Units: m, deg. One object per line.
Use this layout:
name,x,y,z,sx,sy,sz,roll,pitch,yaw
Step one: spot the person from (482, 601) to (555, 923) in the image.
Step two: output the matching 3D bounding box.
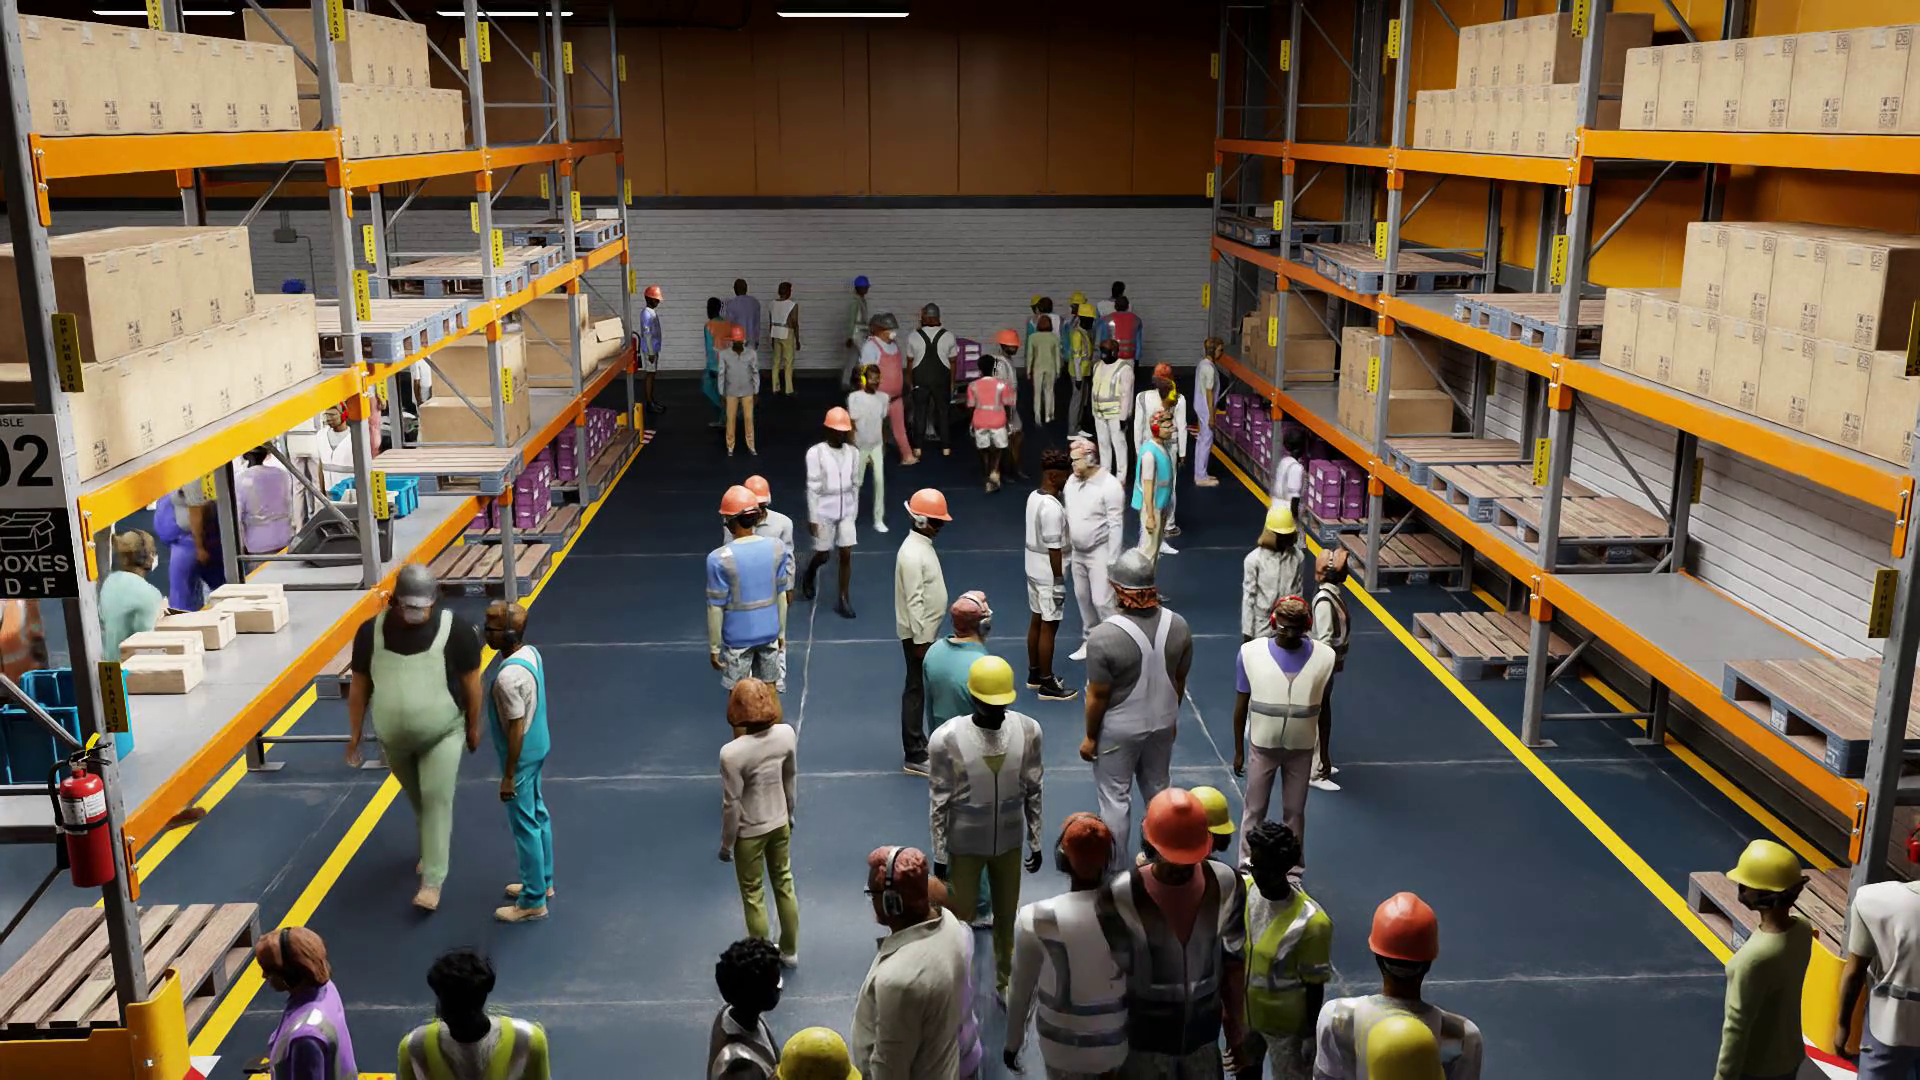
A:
person,-2.469,1.226,9.295,0.336,1.844,0.514,0,14,-1

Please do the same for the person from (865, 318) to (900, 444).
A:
person,-1.069,-2.119,22.568,0.525,1.785,0.957,7,16,26

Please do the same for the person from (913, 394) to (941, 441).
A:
person,-0.416,-2.278,22.998,0.399,1.875,0.593,2,14,8

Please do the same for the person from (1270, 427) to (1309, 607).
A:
person,3.038,-0.185,15.182,0.399,1.672,0.630,0,14,-2

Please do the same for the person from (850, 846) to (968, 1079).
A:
person,-0.197,2.017,6.102,0.401,1.894,0.656,4,15,15

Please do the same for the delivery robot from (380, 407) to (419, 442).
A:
delivery robot,-7.571,-1.562,22.627,0.707,0.478,0.477,10,17,34

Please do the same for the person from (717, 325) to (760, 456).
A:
person,-2.933,-1.979,22.081,0.568,1.743,0.348,-4,15,-14

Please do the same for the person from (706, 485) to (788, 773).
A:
person,-1.446,0.633,11.261,0.602,2.035,0.404,-10,17,-34

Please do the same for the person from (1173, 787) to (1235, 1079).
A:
person,0.979,1.856,7.031,0.319,1.740,0.488,5,15,18

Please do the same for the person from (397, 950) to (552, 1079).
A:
person,-1.703,2.171,5.945,0.534,1.670,0.758,-2,14,-7

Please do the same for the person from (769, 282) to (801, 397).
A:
person,-2.847,-3.232,26.831,0.563,1.835,0.406,10,17,35

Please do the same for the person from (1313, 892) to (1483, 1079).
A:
person,1.462,2.114,5.649,0.543,1.929,0.385,6,15,21

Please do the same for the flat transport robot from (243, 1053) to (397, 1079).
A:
flat transport robot,-2.931,2.618,6.972,0.652,0.197,1.431,0,14,1

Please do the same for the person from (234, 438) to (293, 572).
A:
person,-5.802,0.031,13.895,0.427,1.893,0.633,5,15,20

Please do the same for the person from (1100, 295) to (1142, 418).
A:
person,2.401,-2.739,24.900,0.631,1.837,0.432,-2,14,-8

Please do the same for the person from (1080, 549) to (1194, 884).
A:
person,0.962,1.041,9.634,0.676,2.000,0.536,-8,16,-27

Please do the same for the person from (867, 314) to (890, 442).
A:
person,-1.106,-2.211,22.877,0.656,1.804,0.619,-8,16,-29

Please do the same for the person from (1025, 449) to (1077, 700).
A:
person,0.693,0.259,12.864,0.371,1.959,0.602,-4,15,-14

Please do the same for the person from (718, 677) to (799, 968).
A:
person,-1.045,1.501,8.637,0.267,1.632,0.507,12,18,39

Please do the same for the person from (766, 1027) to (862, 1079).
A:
person,-0.457,2.322,5.220,0.320,1.738,0.483,4,15,16

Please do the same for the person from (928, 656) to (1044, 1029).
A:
person,0.140,1.475,8.175,0.587,1.920,0.397,-5,15,-18

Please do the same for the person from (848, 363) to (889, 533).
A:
person,-1.038,-1.035,18.186,0.526,1.843,0.769,-6,16,-24

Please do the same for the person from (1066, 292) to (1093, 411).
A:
person,1.825,-2.893,25.505,0.403,1.826,0.592,-2,14,-6

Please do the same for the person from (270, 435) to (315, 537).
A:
person,-7.120,-0.969,17.850,0.575,1.880,0.359,-8,16,-29

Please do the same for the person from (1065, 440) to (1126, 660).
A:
person,1.071,0.113,13.589,0.405,1.888,0.659,-10,18,-35

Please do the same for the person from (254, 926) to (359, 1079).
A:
person,-2.335,2.160,6.058,0.324,1.631,0.520,-5,15,-18

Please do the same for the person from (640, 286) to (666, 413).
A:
person,-4.670,-2.900,25.329,0.373,1.928,0.543,-1,14,-5

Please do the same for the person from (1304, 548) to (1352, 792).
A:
person,2.452,0.852,11.170,0.310,1.642,0.514,3,15,12

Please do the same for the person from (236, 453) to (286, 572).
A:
person,-5.943,-0.065,14.244,0.405,1.908,0.601,2,14,8

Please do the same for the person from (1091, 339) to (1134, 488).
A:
person,1.813,-1.520,20.105,0.430,1.836,0.630,-11,18,-36

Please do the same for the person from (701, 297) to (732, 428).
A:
person,-3.506,-2.554,24.017,0.444,1.903,0.593,8,16,29

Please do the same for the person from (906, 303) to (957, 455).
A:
person,-0.376,-2.157,22.187,0.684,2.000,0.537,0,14,-1
